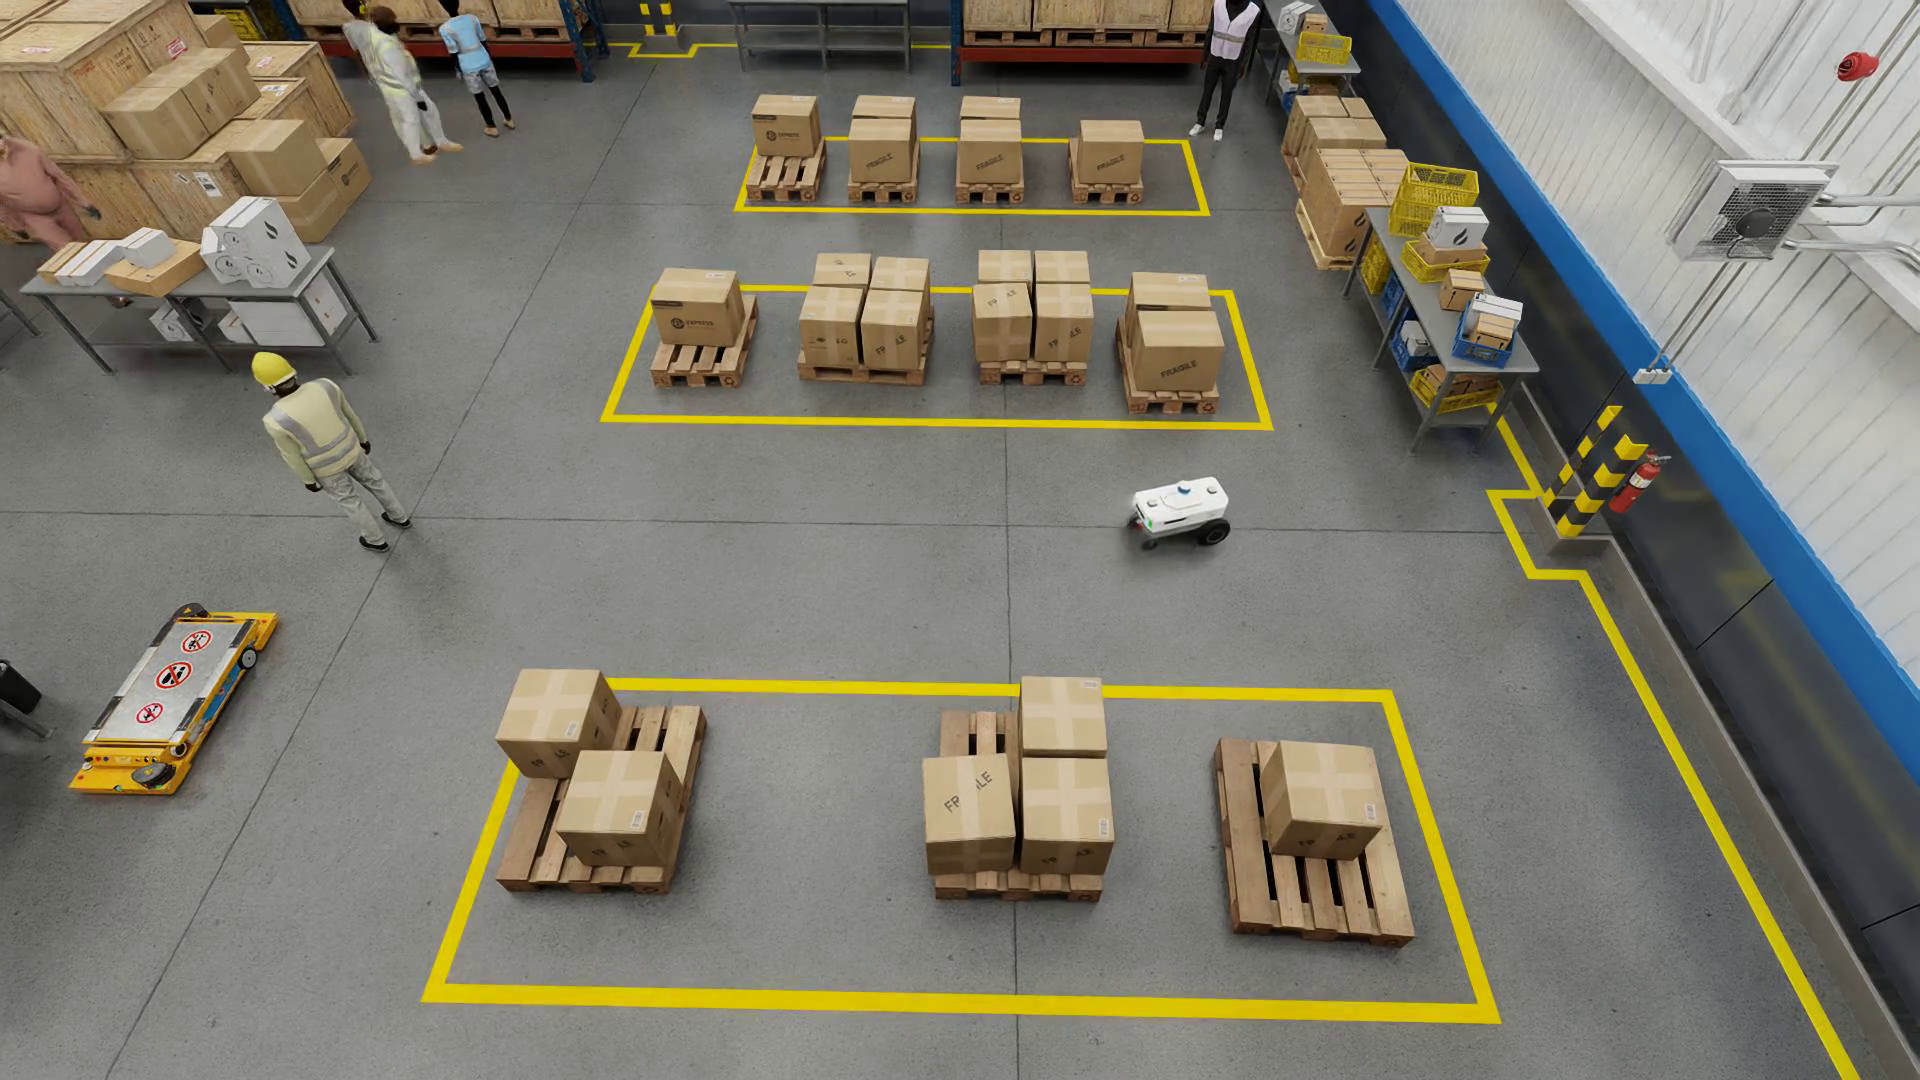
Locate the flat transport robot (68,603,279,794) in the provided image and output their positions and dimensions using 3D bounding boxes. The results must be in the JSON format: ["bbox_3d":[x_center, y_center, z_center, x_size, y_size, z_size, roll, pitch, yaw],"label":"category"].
[{"bbox_3d":[-5.504,1.072,6.442,0.652,0.197,1.431,1,50,1],"label":"flat transport robot"}]

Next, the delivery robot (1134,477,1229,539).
[{"bbox_3d":[1.758,-0.276,7.339,0.707,0.478,0.477,-12,51,-10],"label":"delivery robot"}]

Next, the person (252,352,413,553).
[{"bbox_3d":[-4.715,-0.645,6.887,0.403,1.826,0.596,17,52,14],"label":"person"}]

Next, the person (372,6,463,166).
[{"bbox_3d":[-6.548,-5.370,10.904,0.733,1.796,0.626,-20,53,-16],"label":"person"}]

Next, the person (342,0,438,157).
[{"bbox_3d":[-6.880,-5.566,11.018,0.518,1.874,0.330,5,50,4],"label":"person"}]

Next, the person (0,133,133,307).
[{"bbox_3d":[-8.917,-3.201,9.023,0.941,1.852,0.658,19,52,16],"label":"person"}]

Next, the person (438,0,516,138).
[{"bbox_3d":[-6.057,-5.916,11.425,0.323,1.699,0.566,28,55,22],"label":"person"}]

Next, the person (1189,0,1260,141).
[{"bbox_3d":[3.273,-5.957,11.317,0.593,1.922,0.391,21,53,17],"label":"person"}]
